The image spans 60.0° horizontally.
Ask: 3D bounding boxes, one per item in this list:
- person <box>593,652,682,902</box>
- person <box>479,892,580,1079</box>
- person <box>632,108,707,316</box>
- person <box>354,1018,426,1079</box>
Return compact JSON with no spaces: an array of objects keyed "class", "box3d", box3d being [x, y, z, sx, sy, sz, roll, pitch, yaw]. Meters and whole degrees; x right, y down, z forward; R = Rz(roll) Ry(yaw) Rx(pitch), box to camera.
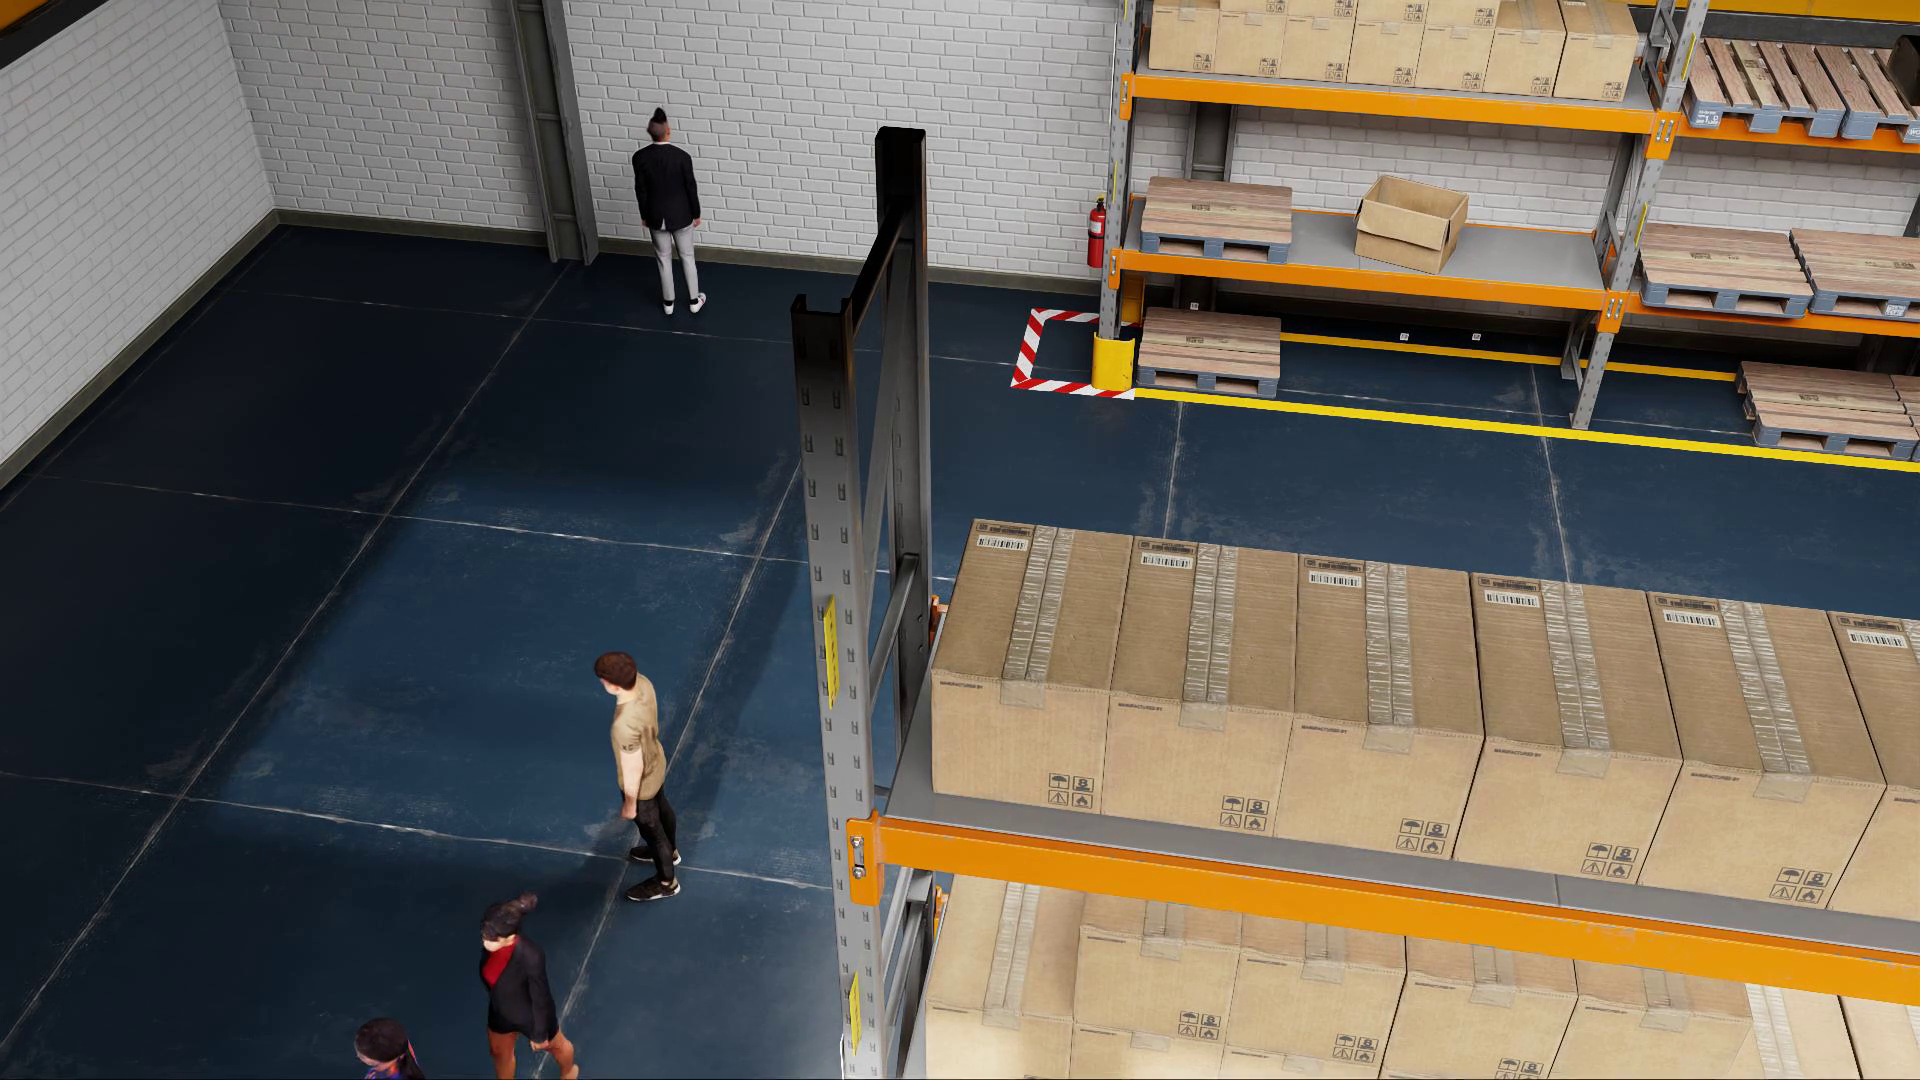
[{"class":"person","box3d":[-1.830,1.338,9.571,0.632,1.849,0.704,-1,39,-1]},{"class":"person","box3d":[-2.157,2.357,8.474,0.815,1.625,0.841,26,45,29]},{"class":"person","box3d":[-2.590,-2.924,14.819,0.612,1.959,0.814,-1,39,-2]},{"class":"person","box3d":[-2.565,2.796,7.823,0.660,1.751,0.664,-10,40,-13]}]
